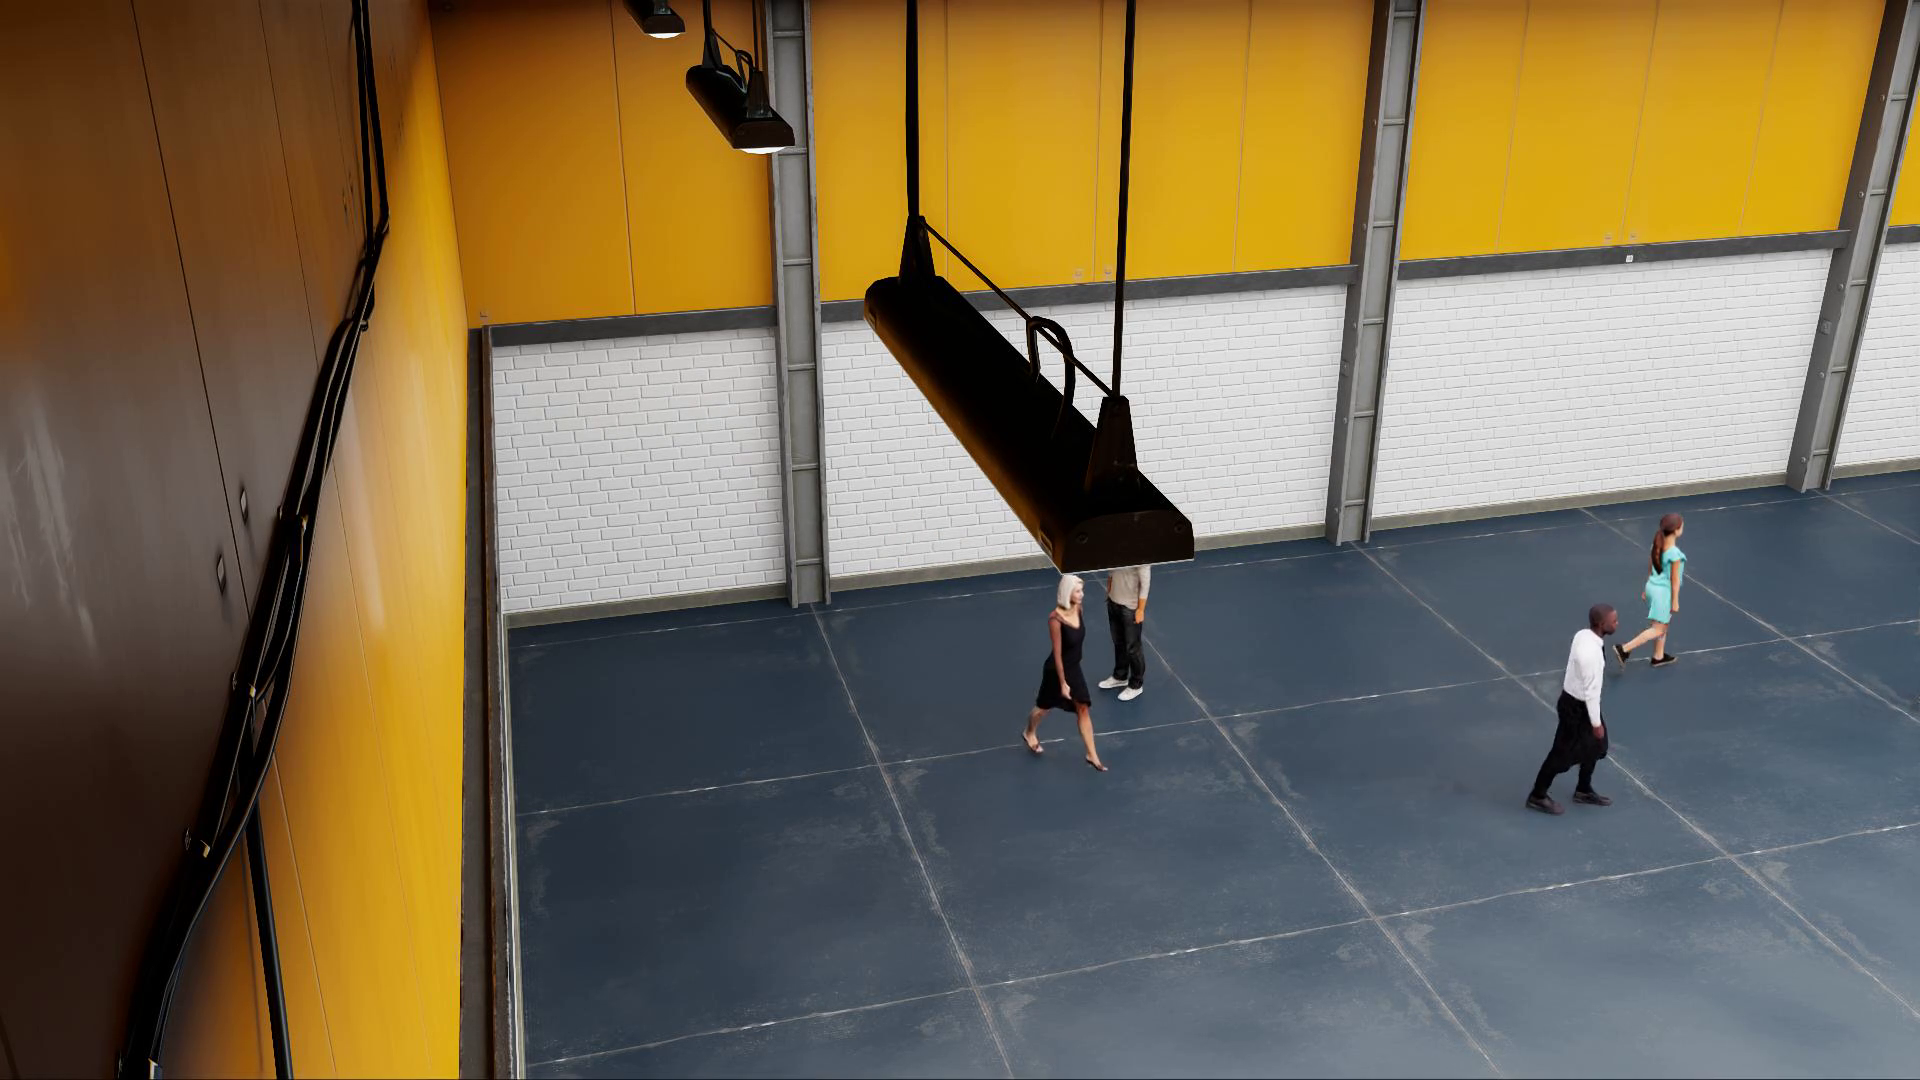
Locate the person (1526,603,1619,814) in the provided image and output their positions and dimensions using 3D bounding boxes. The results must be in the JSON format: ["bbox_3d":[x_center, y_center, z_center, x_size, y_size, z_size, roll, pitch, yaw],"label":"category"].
[{"bbox_3d":[4.722,1.323,12.992,1.016,1.812,0.925,9,25,20],"label":"person"}]

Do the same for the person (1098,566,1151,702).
[{"bbox_3d":[1.498,0.550,14.764,0.644,1.810,0.714,-14,27,-29],"label":"person"}]

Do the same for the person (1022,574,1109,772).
[{"bbox_3d":[0.776,1.082,13.689,1.006,1.697,1.090,21,31,39],"label":"person"}]

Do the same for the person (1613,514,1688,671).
[{"bbox_3d":[6.355,0.505,15.203,0.957,1.541,0.599,-4,24,-10],"label":"person"}]
